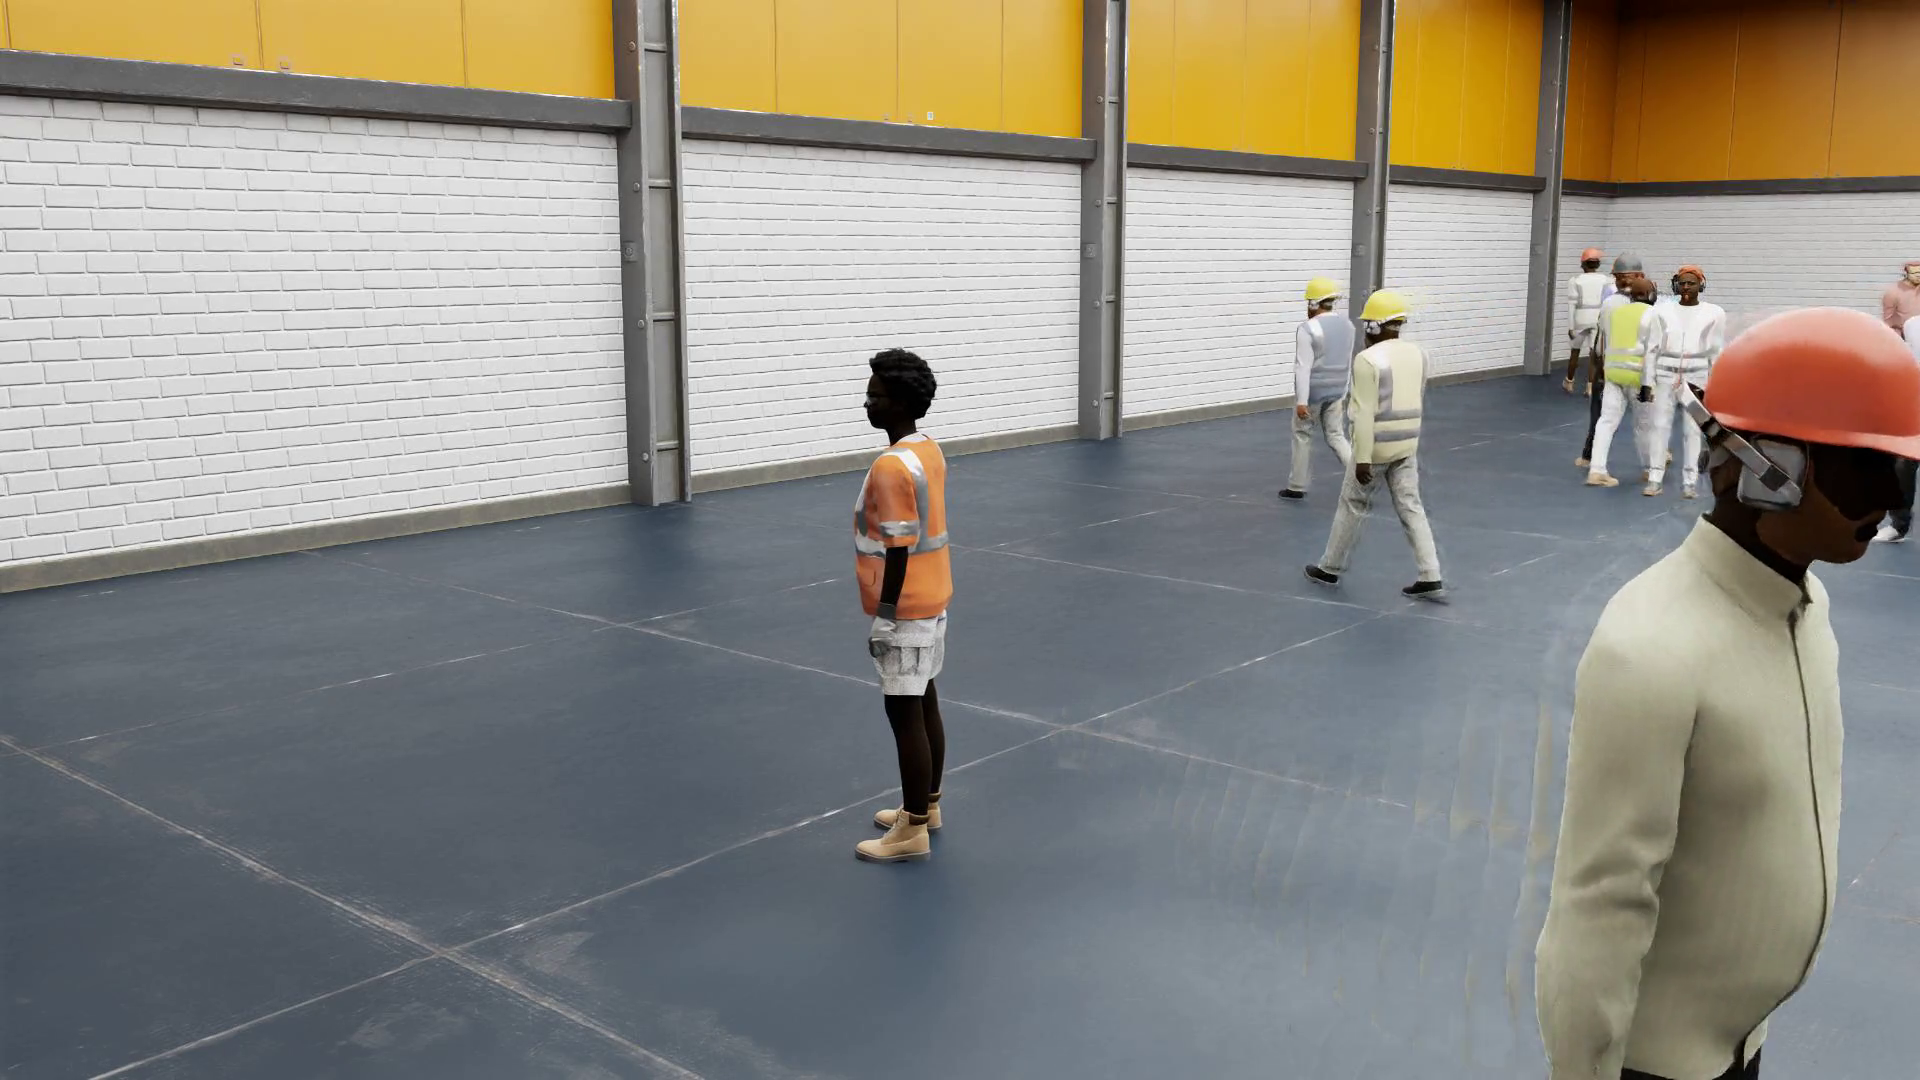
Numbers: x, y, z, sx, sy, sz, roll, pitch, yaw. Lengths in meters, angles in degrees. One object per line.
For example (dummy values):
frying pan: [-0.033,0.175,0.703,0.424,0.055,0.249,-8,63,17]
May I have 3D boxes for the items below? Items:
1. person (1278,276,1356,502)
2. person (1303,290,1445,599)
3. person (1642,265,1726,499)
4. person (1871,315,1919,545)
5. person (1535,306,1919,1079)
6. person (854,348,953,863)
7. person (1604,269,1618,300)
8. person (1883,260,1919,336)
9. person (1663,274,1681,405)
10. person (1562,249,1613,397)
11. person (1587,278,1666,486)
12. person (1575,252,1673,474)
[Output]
person: [2.869,-1.162,13.052,0.596,1.807,0.813,-6,12,-30]
person: [2.468,-0.553,9.676,0.615,1.784,0.945,-7,12,-33]
person: [5.861,-1.277,13.503,0.572,1.883,0.356,5,11,28]
person: [6.487,-0.835,11.009,0.454,1.874,0.633,-8,13,-40]
person: [0.938,0.640,2.391,0.818,1.959,0.657,10,14,43]
person: [-0.191,0.217,5.525,0.316,1.697,0.540,2,10,11]
person: [8.567,-2.697,21.512,0.550,1.914,0.578,-2,10,-10]
person: [11.525,-2.459,20.253,0.650,1.883,0.534,0,10,1]
person: [9.188,-2.562,21.347,0.532,1.697,0.319,-1,10,-6]
person: [8.609,-2.980,22.852,0.619,2.000,0.949,2,10,10]
person: [5.754,-1.349,14.260,1.030,1.759,0.631,-7,12,-33]
person: [6.021,-1.608,14.939,0.684,2.000,0.995,-3,10,-17]
